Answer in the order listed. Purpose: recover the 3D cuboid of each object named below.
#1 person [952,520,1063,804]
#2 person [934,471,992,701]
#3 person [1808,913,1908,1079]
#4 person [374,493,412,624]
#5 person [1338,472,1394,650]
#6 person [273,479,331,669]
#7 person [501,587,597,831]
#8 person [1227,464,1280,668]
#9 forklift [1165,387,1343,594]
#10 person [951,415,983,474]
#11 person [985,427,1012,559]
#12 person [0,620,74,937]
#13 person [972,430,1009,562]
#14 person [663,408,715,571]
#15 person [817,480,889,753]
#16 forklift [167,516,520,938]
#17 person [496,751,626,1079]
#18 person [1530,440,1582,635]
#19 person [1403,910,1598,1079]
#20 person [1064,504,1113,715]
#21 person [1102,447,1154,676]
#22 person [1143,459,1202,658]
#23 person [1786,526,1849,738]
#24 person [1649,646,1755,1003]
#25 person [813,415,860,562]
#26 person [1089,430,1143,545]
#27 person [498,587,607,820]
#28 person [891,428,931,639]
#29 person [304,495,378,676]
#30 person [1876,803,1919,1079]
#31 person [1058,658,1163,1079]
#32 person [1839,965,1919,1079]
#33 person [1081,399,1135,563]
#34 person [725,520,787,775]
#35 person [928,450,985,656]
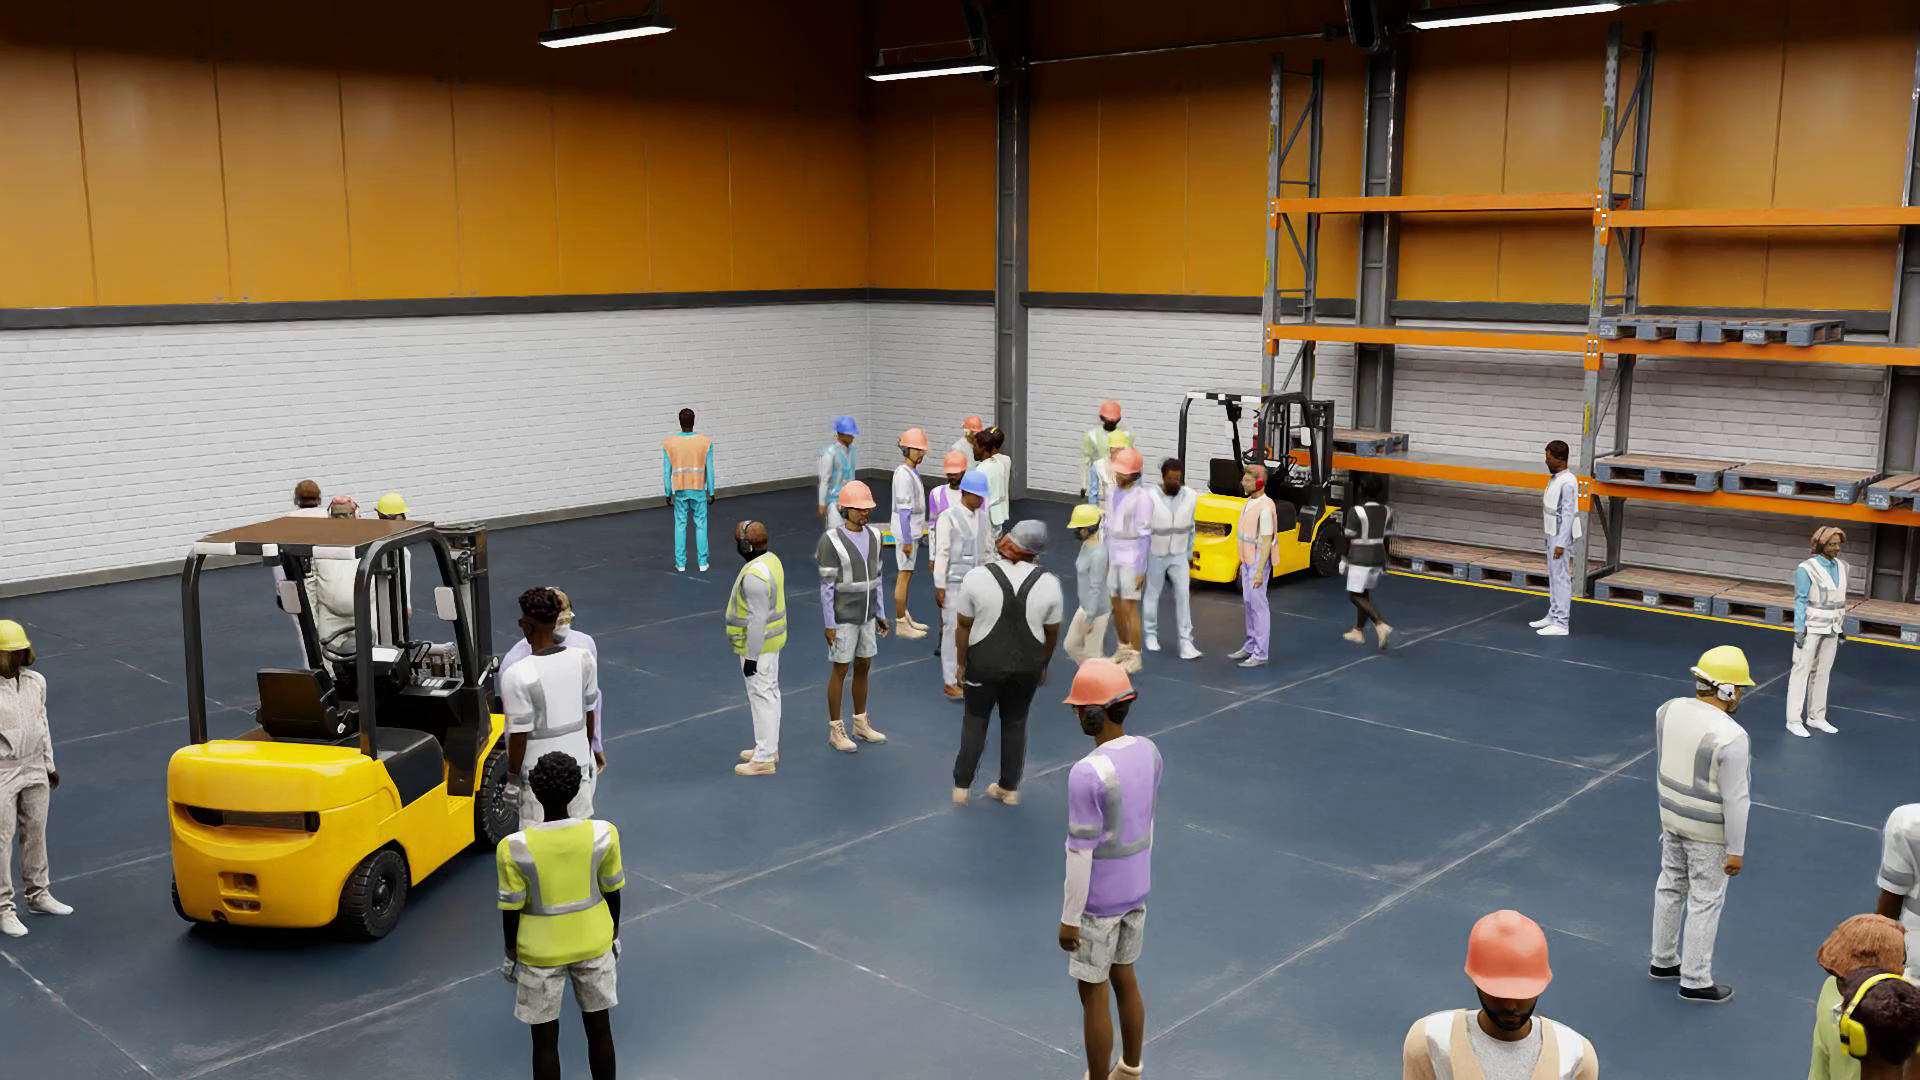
[{"bbox_3d":[0.287,0.799,11.193,0.767,2.000,0.543,-1,10,-8],"label":"person"},{"bbox_3d":[0.044,0.373,13.966,0.456,1.929,0.644,9,14,43],"label":"person"},{"bbox_3d":[2.915,2.006,5.500,0.276,1.627,0.497,5,11,24],"label":"person"},{"bbox_3d":[-4.651,0.494,13.718,0.312,1.768,0.522,-8,13,-38],"label":"person"},{"bbox_3d":[3.862,0.201,15.643,0.538,1.673,0.691,-7,12,-33],"label":"person"},{"bbox_3d":[-5.490,0.387,14.146,0.649,1.832,0.513,-6,11,-29],"label":"person"},{"bbox_3d":[-2.221,1.219,9.015,0.369,1.967,0.600,7,12,36],"label":"person"},{"bbox_3d":[2.672,0.227,15.000,0.389,1.849,0.567,-1,10,-6],"label":"person"},{"bbox_3d":[3.298,-0.608,18.767,1.214,2.155,2.313,9,13,42],"label":"forklift"},{"bbox_3d":[0.105,-0.682,20.525,0.444,1.726,0.592,6,12,30],"label":"person"},{"bbox_3d":[0.355,-0.283,17.831,0.328,1.877,0.510,6,11,29],"label":"person"},{"bbox_3d":[-5.214,1.297,9.207,0.294,1.744,0.486,3,10,18],"label":"person"},{"bbox_3d":[0.292,-0.166,17.036,0.397,1.920,0.587,3,10,18],"label":"person"},{"bbox_3d":[-3.161,-0.579,19.423,0.588,1.911,0.397,-1,10,-6],"label":"person"},{"bbox_3d":[-0.780,0.564,12.522,0.377,2.045,0.605,9,14,43],"label":"person"},{"bbox_3d":[-3.583,0.976,9.748,1.214,2.155,2.313,2,10,11],"label":"forklift"},{"bbox_3d":[-1.662,1.713,6.974,0.532,1.696,0.319,-5,11,-26],"label":"person"},{"bbox_3d":[5.856,-0.025,16.252,0.391,1.913,0.587,2,10,10],"label":"person"},{"bbox_3d":[1.522,1.980,4.764,0.542,1.938,0.358,1,10,7],"label":"person"},{"bbox_3d":[1.037,0.568,13.328,0.402,1.739,0.544,-1,10,-7],"label":"person"},{"bbox_3d":[1.461,0.189,14.754,0.362,2.021,0.658,-5,11,-26],"label":"person"},{"bbox_3d":[1.925,0.169,15.316,0.615,1.854,0.922,-3,10,-15],"label":"person"},{"bbox_3d":[6.652,0.703,12.882,0.522,1.639,0.306,-4,11,-23],"label":"person"},{"bbox_3d":[3.719,1.417,8.323,0.403,1.817,0.601,-3,10,-15],"label":"person"},{"bbox_3d":[-1.402,-0.475,18.828,0.677,1.909,0.631,5,11,28],"label":"person"},{"bbox_3d":[1.687,-0.276,17.906,0.602,1.830,0.404,-1,10,-7],"label":"person"},{"bbox_3d":[-2.245,1.199,9.253,0.384,1.928,0.635,7,12,36],"label":"person"},{"bbox_3d":[-0.470,-0.068,16.134,0.394,2.040,0.609,1,10,4],"label":"person"},{"bbox_3d":[-4.667,0.599,12.714,0.642,1.909,0.410,-3,10,-16],"label":"person"},{"bbox_3d":[3.944,1.658,6.563,0.619,1.955,0.382,5,11,26],"label":"person"},{"bbox_3d":[0.617,1.511,7.189,0.410,2.030,0.611,7,12,36],"label":"person"},{"bbox_3d":[2.440,2.064,4.526,0.506,1.859,0.332,-2,10,-9],"label":"person"},{"bbox_3d":[1.759,-0.713,19.891,0.633,2.015,0.759,0,10,1],"label":"person"},{"bbox_3d":[-1.467,0.767,11.957,0.430,1.840,0.621,1,10,4],"label":"person"},{"bbox_3d":[-0.037,0.127,15.338,0.544,1.930,0.387,3,10,17],"label":"person"}]
